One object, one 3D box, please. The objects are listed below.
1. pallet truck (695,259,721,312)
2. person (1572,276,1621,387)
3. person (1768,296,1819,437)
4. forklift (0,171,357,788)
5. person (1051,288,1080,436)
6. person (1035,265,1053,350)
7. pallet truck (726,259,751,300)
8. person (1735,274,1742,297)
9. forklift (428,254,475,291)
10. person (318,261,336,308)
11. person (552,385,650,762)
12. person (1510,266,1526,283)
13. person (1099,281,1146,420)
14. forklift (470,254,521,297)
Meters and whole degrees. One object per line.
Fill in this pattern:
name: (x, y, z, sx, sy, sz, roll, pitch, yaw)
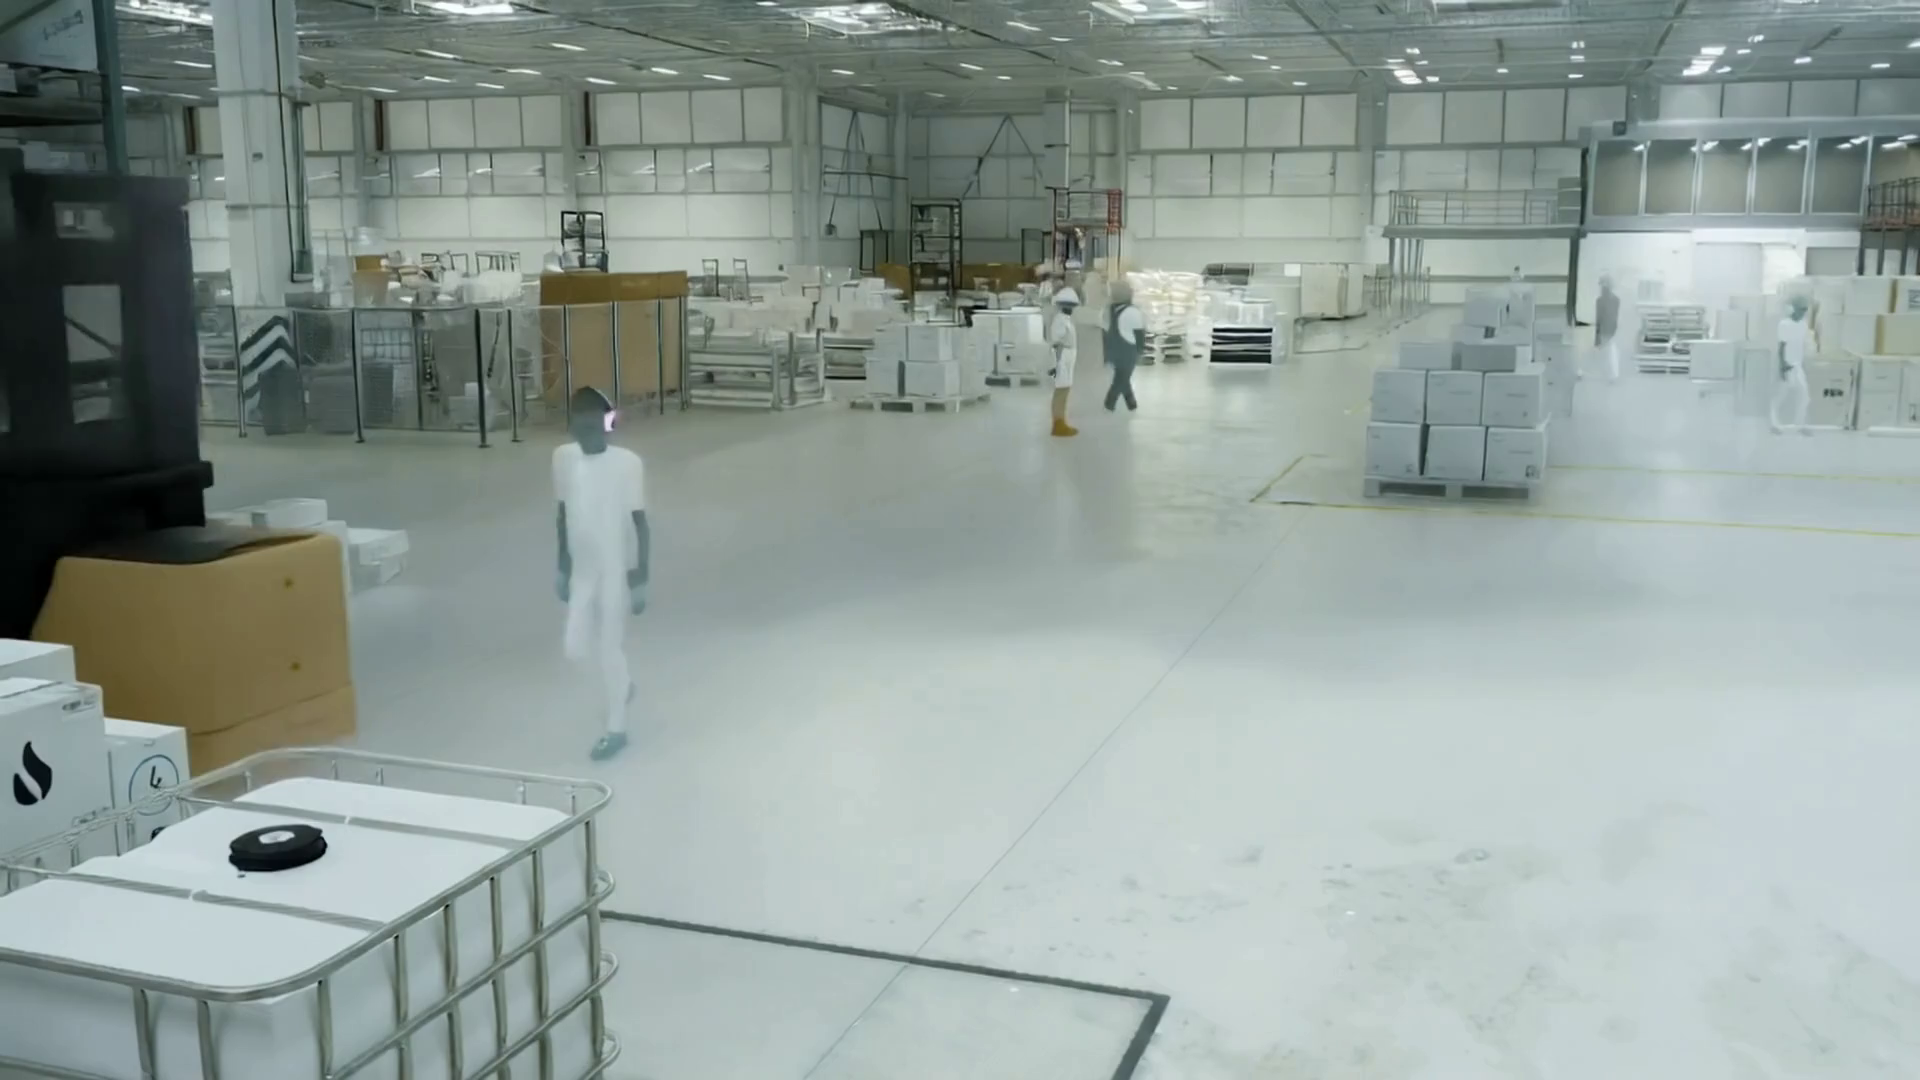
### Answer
pallet truck: (-9.165, -9.627, 62.776, 0.823, 1.965, 1.885, 4, 11, 23)
person: (11.377, -3.693, 29.500, 0.654, 1.934, 1.029, -6, 11, -29)
person: (10.883, -2.246, 21.653, 0.504, 1.836, 0.849, -2, 10, -12)
forklift: (-4.061, -0.342, 7.996, 1.873, 2.768, 1.129, 3, 11, 19)
person: (1.400, -2.340, 21.905, 0.372, 1.935, 0.551, 4, 11, 22)
person: (1.928, -5.496, 39.459, 0.610, 2.024, 0.607, -7, 12, -34)
pallet truck: (-7.986, -9.493, 62.019, 0.823, 1.965, 1.885, 3, 11, 17)
person: (24.966, -7.922, 53.420, 0.432, 1.894, 0.670, -3, 11, -17)
forklift: (-20.133, -10.254, 65.465, 1.157, 1.987, 2.680, 3, 11, 19)
person: (-23.992, -9.646, 63.147, 0.651, 1.904, 0.403, 0, 10, 0)
person: (-1.744, 0.149, 8.147, 0.565, 1.844, 0.517, 3, 11, 19)
person: (16.673, -7.267, 49.819, 0.364, 1.880, 0.582, -6, 12, -29)
person: (2.335, -2.763, 23.998, 1.015, 2.000, 0.685, -8, 13, -39)
forklift: (-17.990, -10.121, 64.684, 1.157, 1.987, 2.680, 3, 11, 17)
